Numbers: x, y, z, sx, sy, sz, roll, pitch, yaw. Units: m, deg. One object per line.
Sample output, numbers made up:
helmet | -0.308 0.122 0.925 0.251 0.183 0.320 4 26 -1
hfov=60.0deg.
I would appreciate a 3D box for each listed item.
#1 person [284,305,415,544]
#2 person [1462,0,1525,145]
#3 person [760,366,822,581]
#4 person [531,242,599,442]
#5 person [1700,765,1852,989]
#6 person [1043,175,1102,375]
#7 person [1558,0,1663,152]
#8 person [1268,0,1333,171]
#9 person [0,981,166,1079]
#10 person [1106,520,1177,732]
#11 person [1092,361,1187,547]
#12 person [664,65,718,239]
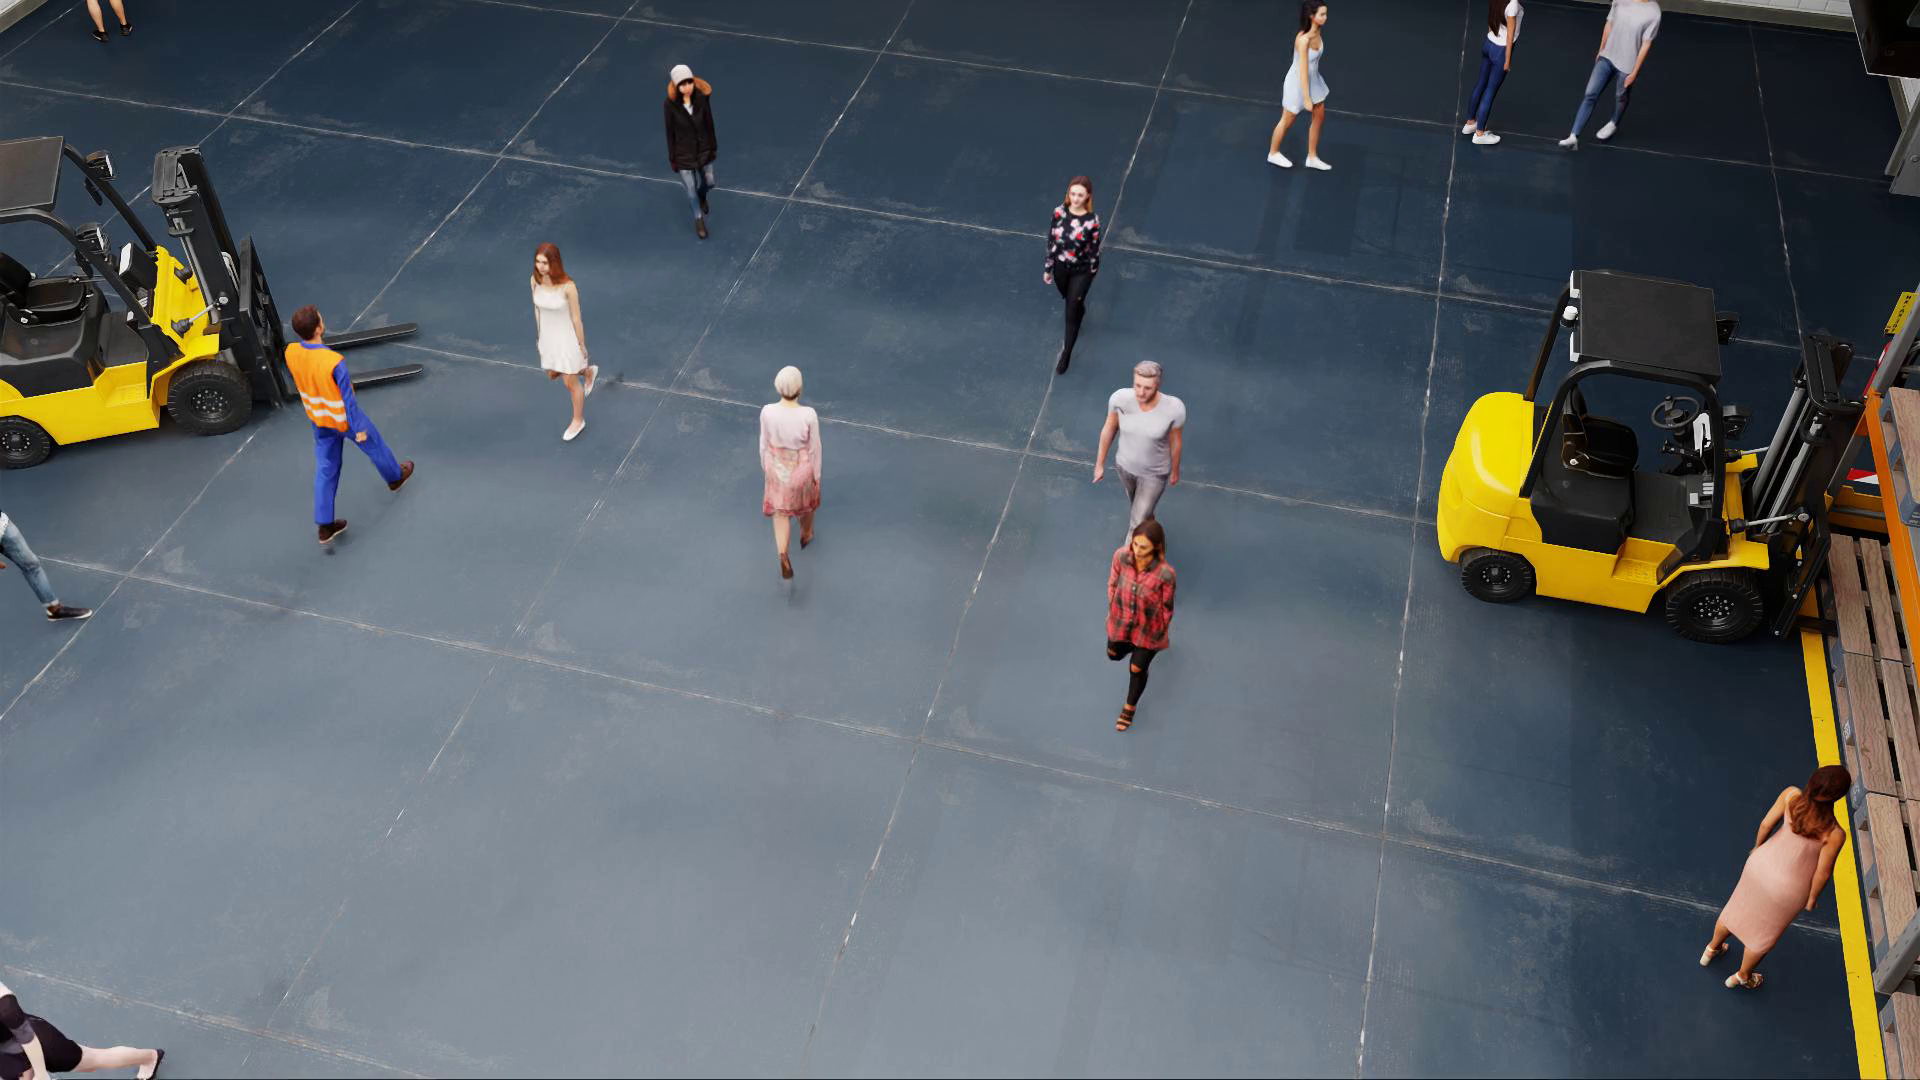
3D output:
person | -4.486 -0.795 11.804 0.784 1.818 1.254 14 45 15
person | 5.115 -4.648 15.880 0.721 1.775 0.596 -7 44 -7
person | -1.176 -0.440 11.536 0.746 1.674 0.997 1 44 1
person | -3.003 -1.593 12.727 0.655 1.699 0.906 18 46 18
person | 4.449 1.829 9.040 0.721 1.831 0.648 -19 47 -19
person | 0.930 -2.237 13.441 0.708 1.648 1.111 19 47 19
person | 6.325 -4.583 15.763 1.270 1.843 1.051 -34 53 -30
person | 3.098 -4.238 15.498 0.812 1.708 0.864 26 50 25
person | -4.580 2.499 8.374 0.748 1.781 1.222 20 47 20
person | 1.169 0.477 10.561 0.763 1.691 0.935 23 48 22
person | 1.286 -0.556 11.584 0.844 1.776 1.258 17 46 17
person | -2.405 -3.491 14.775 0.812 1.624 0.878 -16 46 -16
